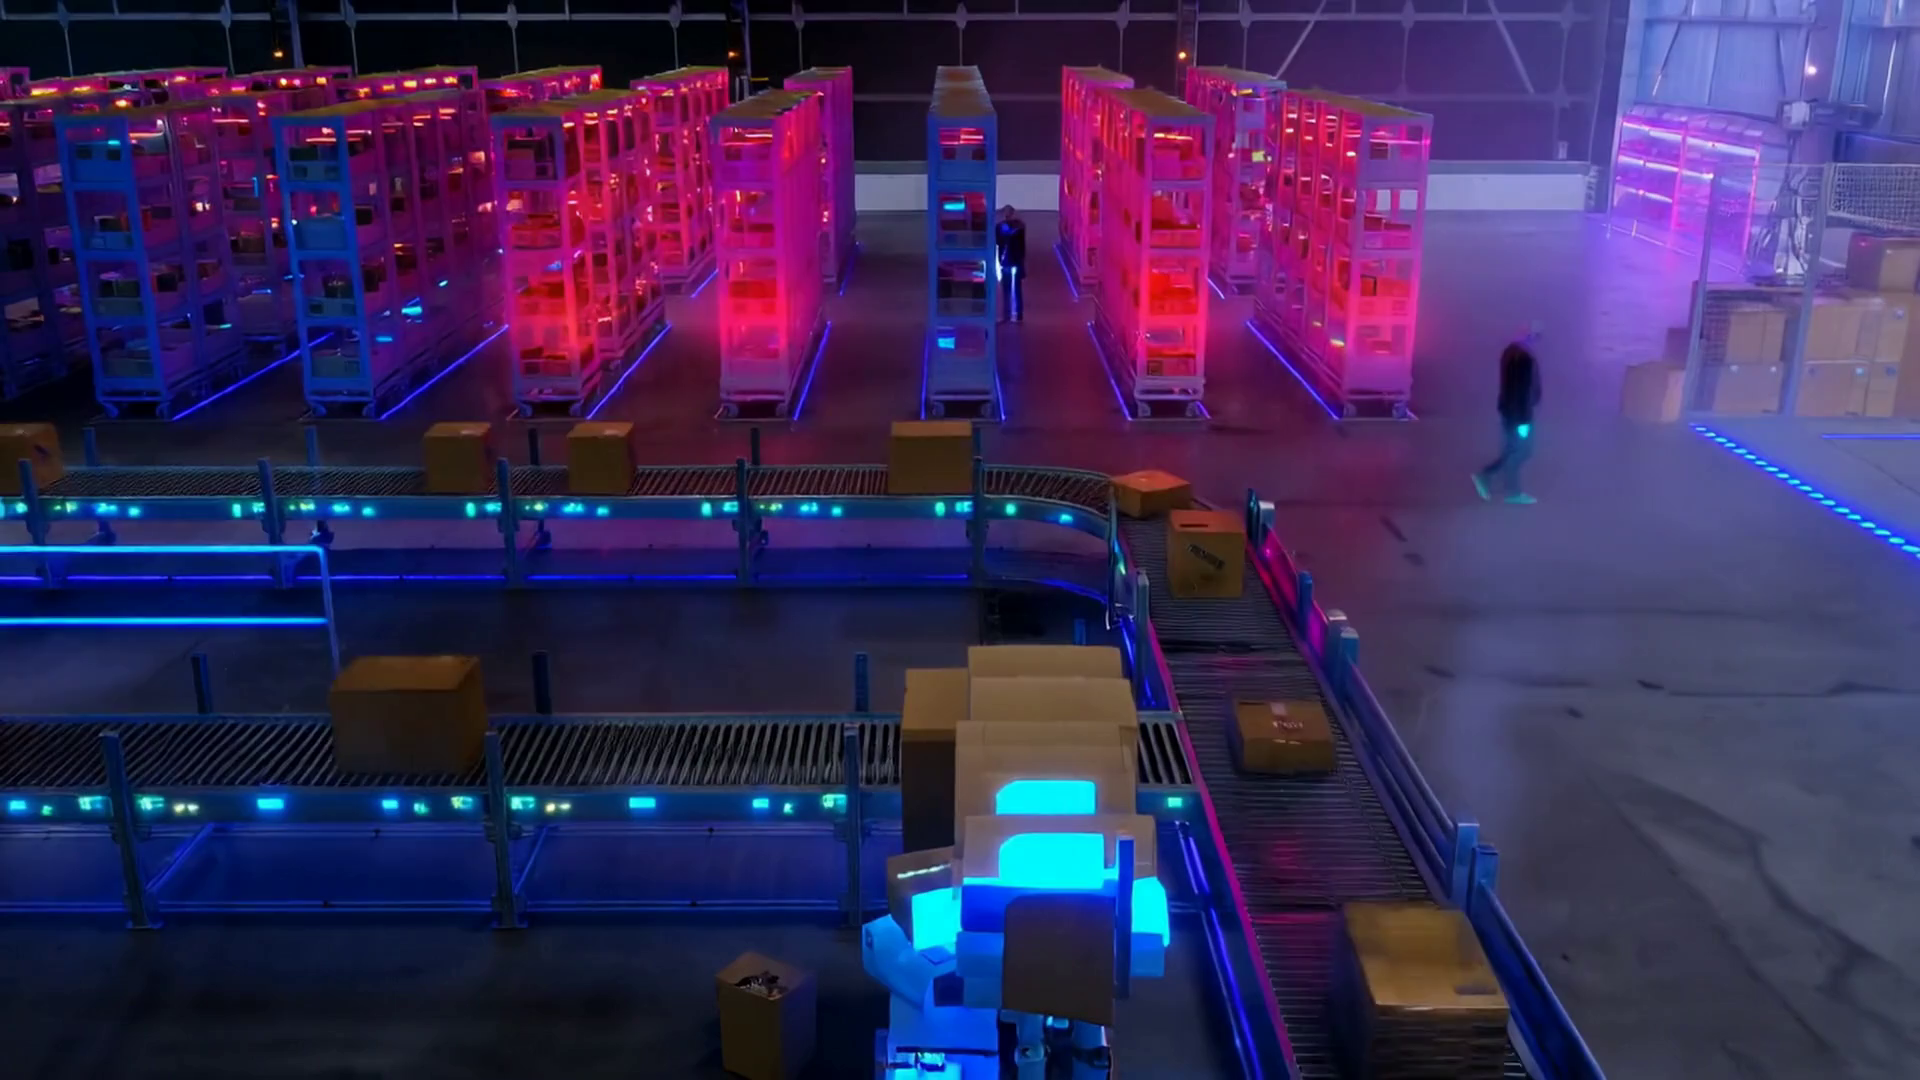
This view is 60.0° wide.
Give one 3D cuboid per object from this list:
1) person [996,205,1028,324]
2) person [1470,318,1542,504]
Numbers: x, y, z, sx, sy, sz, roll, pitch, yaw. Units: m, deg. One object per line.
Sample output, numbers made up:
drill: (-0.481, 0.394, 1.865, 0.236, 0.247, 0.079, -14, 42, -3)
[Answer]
person: (0.789, -4.292, 25.903, 0.573, 1.831, 0.405, 11, 21, 30)
person: (5.459, -1.250, 16.422, 0.619, 1.892, 0.659, 2, 18, 6)
